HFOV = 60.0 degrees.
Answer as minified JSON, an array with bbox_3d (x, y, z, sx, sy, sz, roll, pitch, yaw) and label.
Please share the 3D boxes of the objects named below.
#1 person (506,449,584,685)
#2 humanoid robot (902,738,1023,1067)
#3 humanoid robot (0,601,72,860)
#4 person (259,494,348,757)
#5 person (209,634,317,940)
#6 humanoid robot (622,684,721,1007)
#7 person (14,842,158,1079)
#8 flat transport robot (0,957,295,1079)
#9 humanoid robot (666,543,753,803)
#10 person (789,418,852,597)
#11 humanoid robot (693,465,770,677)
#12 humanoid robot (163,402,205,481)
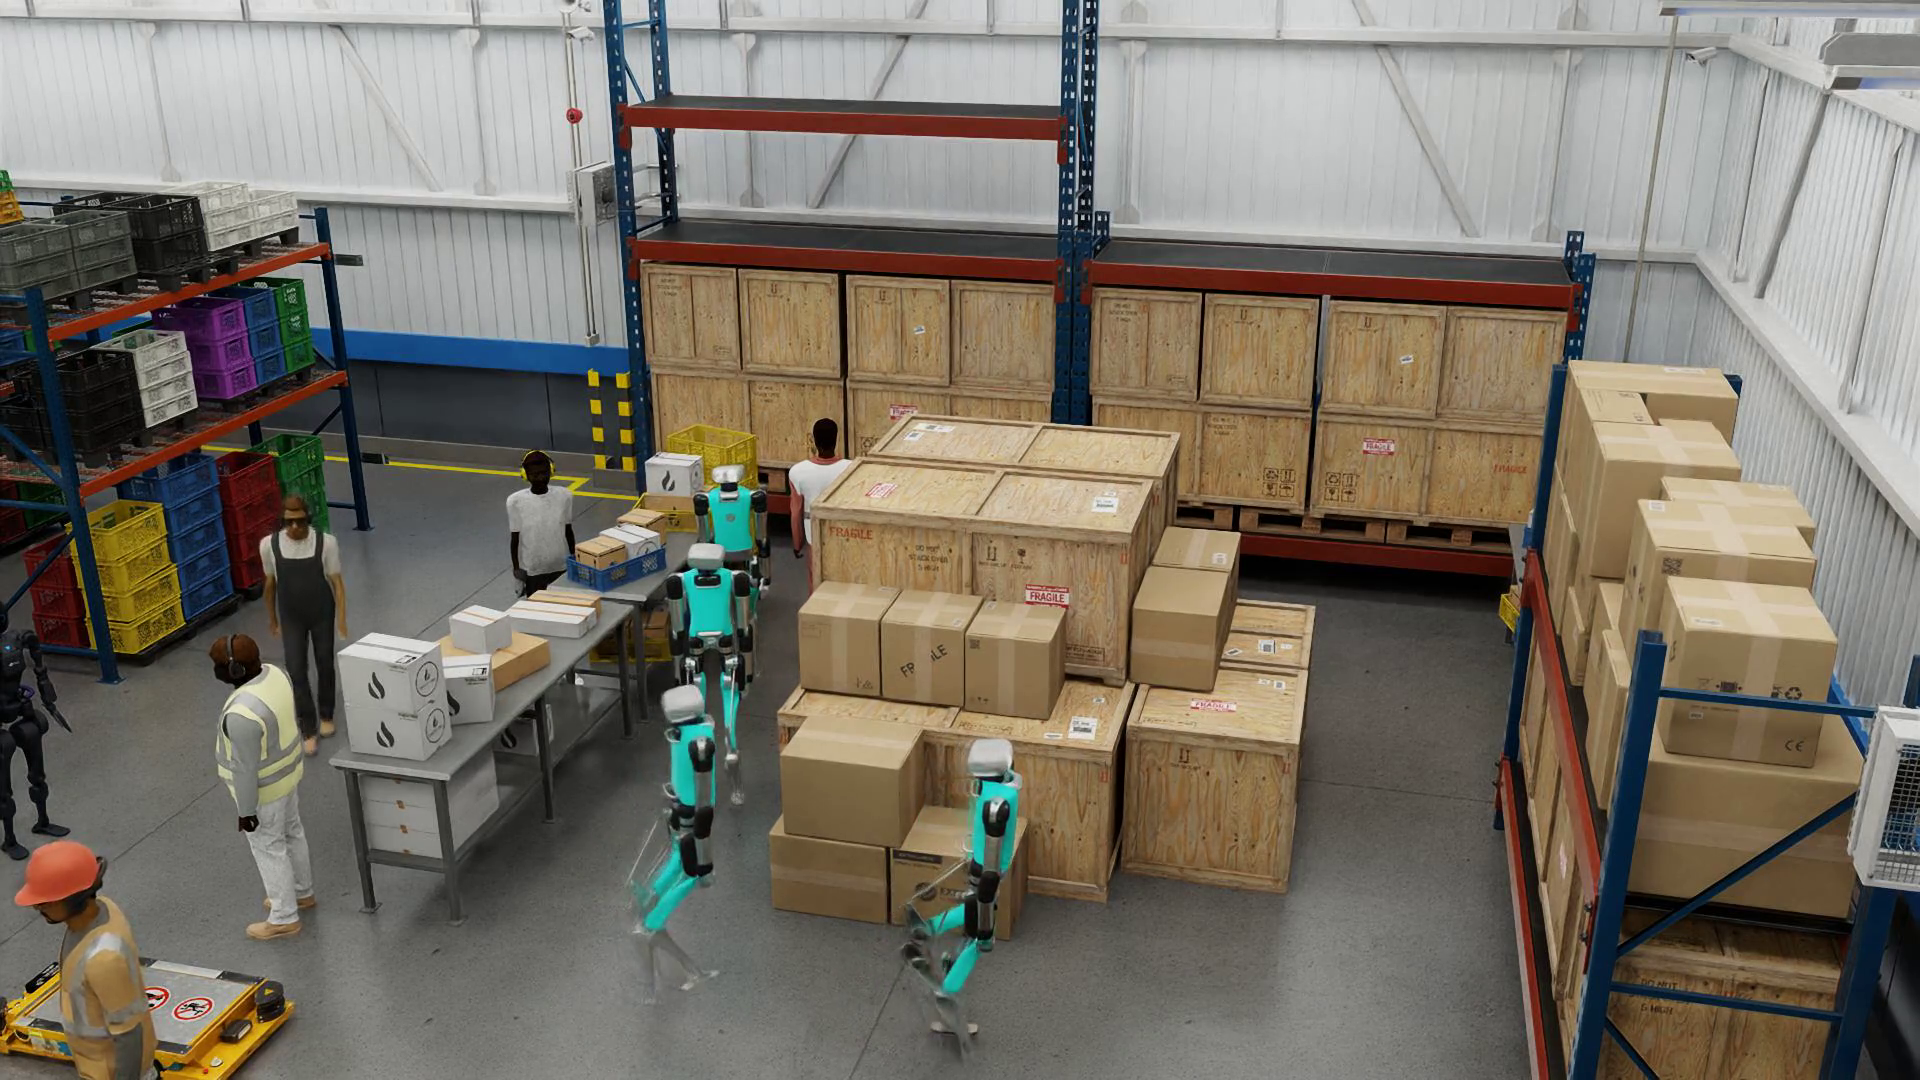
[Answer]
[{"bbox_3d":[-3.033,0.232,12.197,0.505,1.872,0.329,-12,24,-28],"label":"person"},{"bbox_3d":[-0.053,1.841,8.281,0.737,1.867,0.539,2,21,4],"label":"humanoid robot"},{"bbox_3d":[-5.766,1.113,10.140,0.315,1.657,0.599,10,23,24],"label":"humanoid robot"},{"bbox_3d":[-4.442,0.582,11.330,0.520,1.823,0.765,-7,22,-17],"label":"person"},{"bbox_3d":[-3.894,1.367,9.288,0.429,1.834,0.631,-1,21,-2],"label":"person"},{"bbox_3d":[-1.633,1.670,8.728,0.768,1.841,0.553,-8,22,-20],"label":"humanoid robot"},{"bbox_3d":[-3.559,2.153,6.934,0.388,2.039,0.614,-14,25,-32],"label":"person"},{"bbox_3d":[-4.270,2.464,8.601,1.431,0.231,0.659,5,22,13],"label":"flat transport robot"},{"bbox_3d":[-1.562,0.947,10.505,0.531,1.802,0.672,-2,21,-6],"label":"humanoid robot"},{"bbox_3d":[-0.996,0.004,12.733,0.589,1.915,0.393,-2,21,-4],"label":"person"},{"bbox_3d":[-1.667,0.257,12.358,0.534,1.842,0.679,-2,21,-6],"label":"humanoid robot"},{"bbox_3d":[-7.765,-1.302,16.495,0.596,1.635,0.471,17,27,37],"label":"humanoid robot"}]
